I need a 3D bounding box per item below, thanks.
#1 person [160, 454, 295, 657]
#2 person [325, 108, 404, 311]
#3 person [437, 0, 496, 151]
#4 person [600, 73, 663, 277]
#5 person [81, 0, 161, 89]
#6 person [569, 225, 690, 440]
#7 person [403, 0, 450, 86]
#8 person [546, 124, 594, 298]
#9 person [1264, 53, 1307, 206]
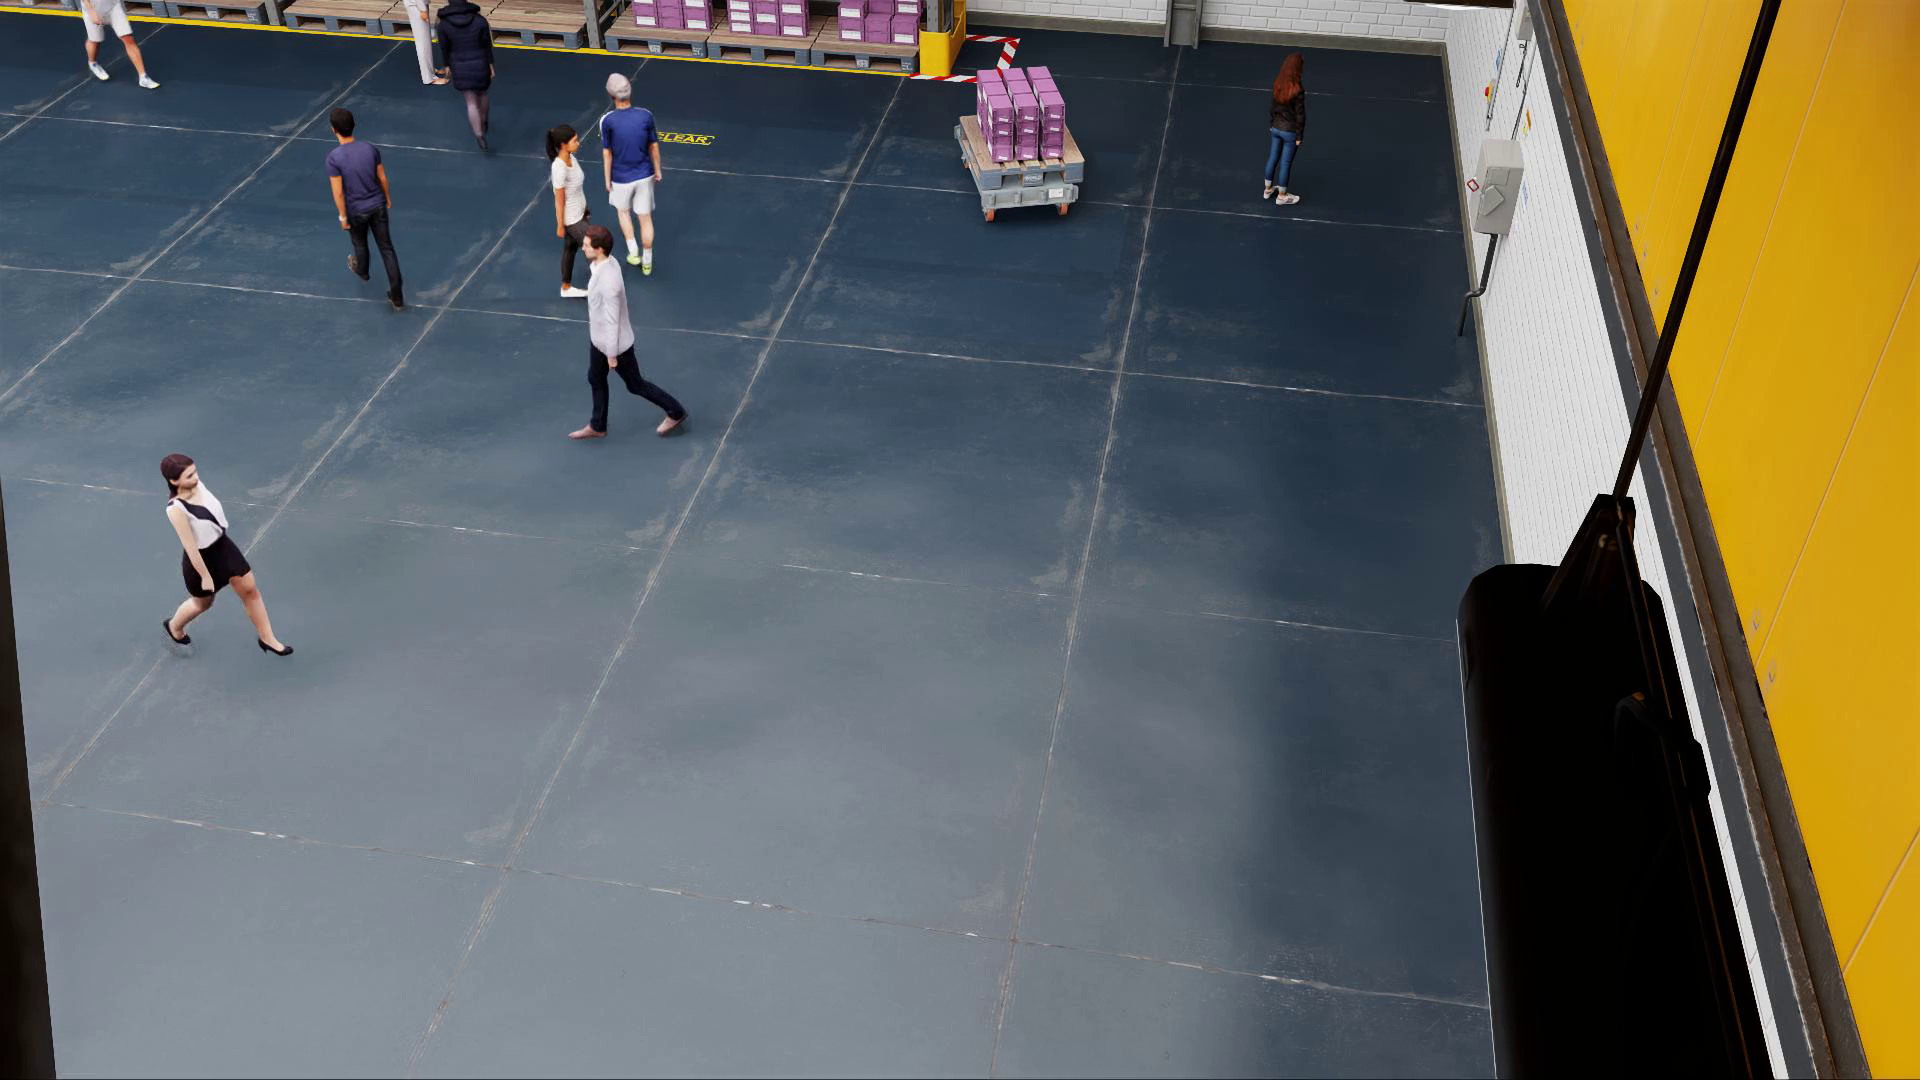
[{"bbox_3d":[-4.896,0.145,10.684,1.095,1.615,0.658,2,39,3],"label":"person"},{"bbox_3d":[-5.050,-2.794,14.256,1.088,1.752,1.169,-25,45,-28],"label":"person"},{"bbox_3d":[-4.939,-4.729,16.766,1.111,1.642,1.048,-12,40,-15],"label":"person"},{"bbox_3d":[-2.869,-3.168,14.681,0.752,1.805,0.852,-14,41,-17],"label":"person"},{"bbox_3d":[-9.344,-5.773,17.939,1.342,1.810,1.008,22,43,25],"label":"person"},{"bbox_3d":[-2.539,-1.534,12.625,1.277,1.818,1.031,-11,40,-13],"label":"person"},{"bbox_3d":[-5.913,-5.858,18.102,0.699,1.740,0.707,-10,40,-12],"label":"person"},{"bbox_3d":[-3.439,-2.793,14.359,0.836,1.621,0.660,0,39,0],"label":"person"},{"bbox_3d":[3.117,-3.945,15.912,0.694,1.483,0.630,-25,45,-28],"label":"person"}]
